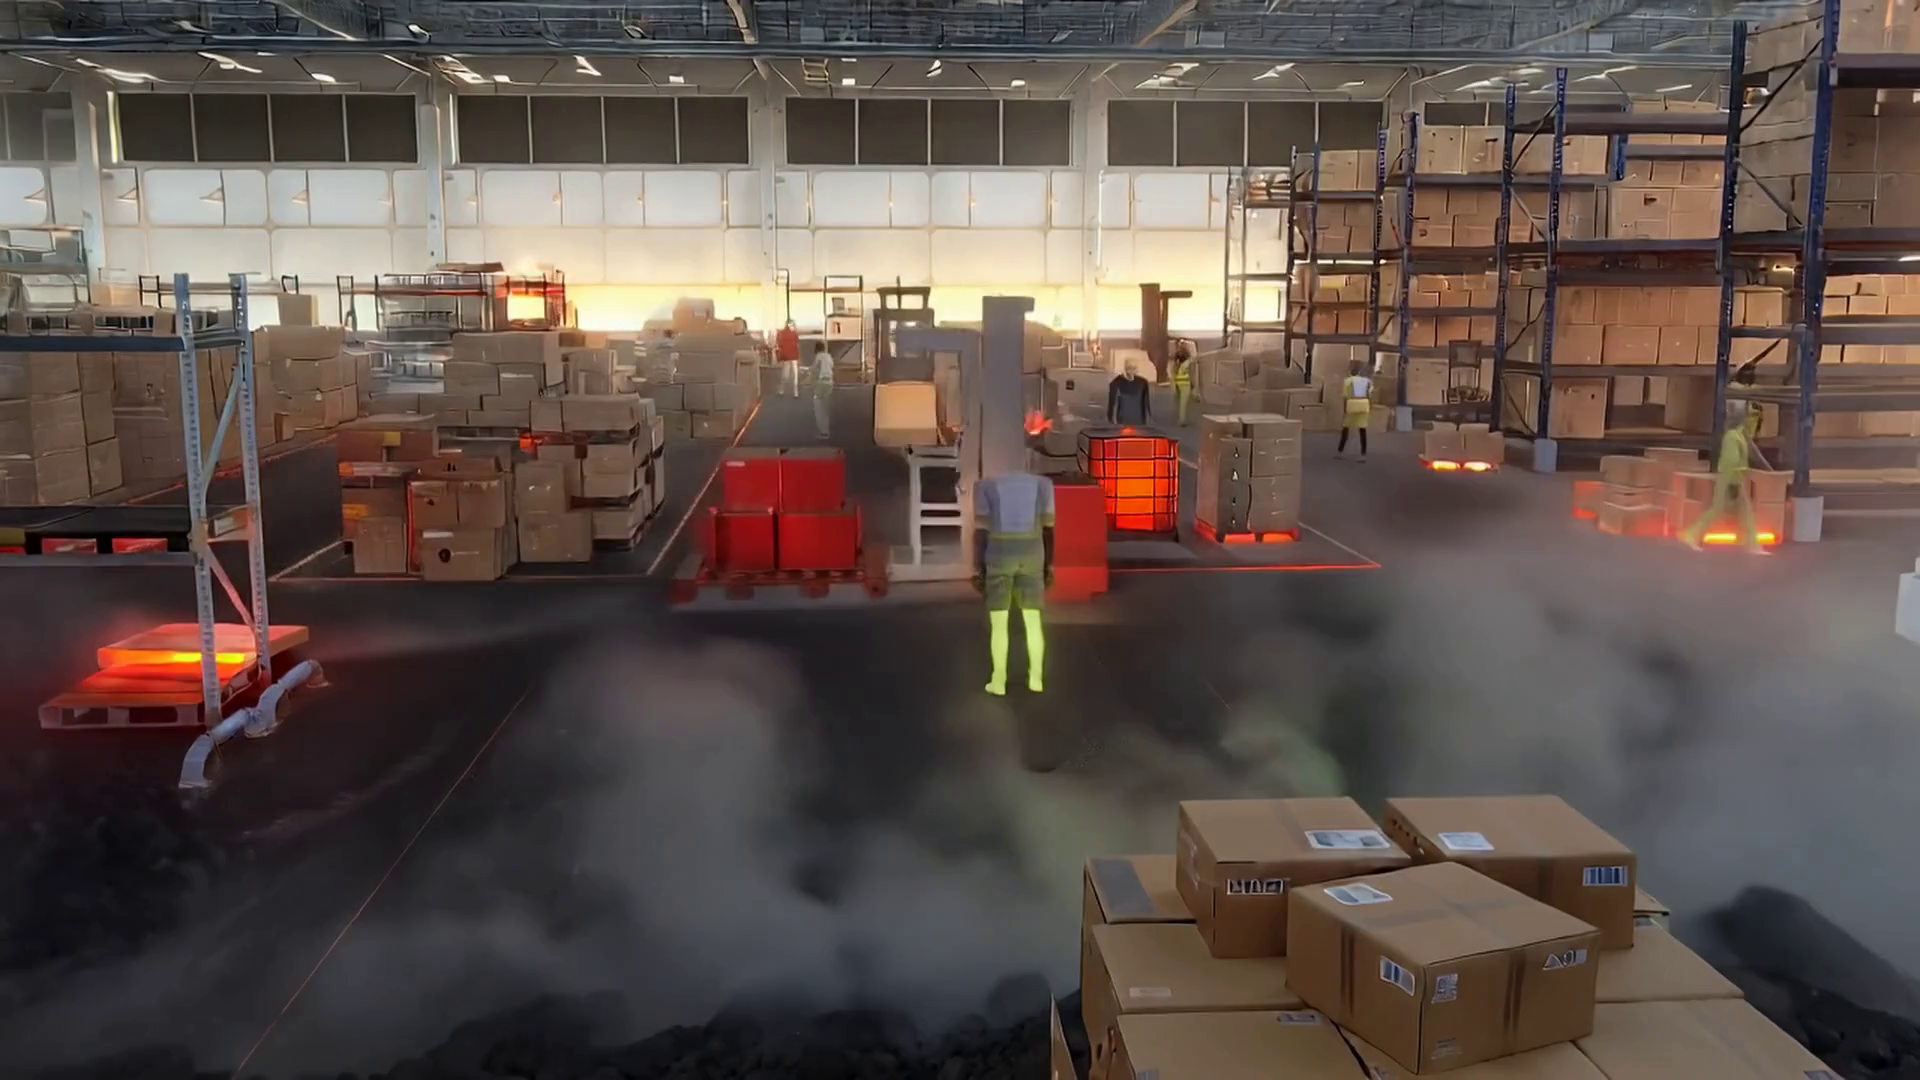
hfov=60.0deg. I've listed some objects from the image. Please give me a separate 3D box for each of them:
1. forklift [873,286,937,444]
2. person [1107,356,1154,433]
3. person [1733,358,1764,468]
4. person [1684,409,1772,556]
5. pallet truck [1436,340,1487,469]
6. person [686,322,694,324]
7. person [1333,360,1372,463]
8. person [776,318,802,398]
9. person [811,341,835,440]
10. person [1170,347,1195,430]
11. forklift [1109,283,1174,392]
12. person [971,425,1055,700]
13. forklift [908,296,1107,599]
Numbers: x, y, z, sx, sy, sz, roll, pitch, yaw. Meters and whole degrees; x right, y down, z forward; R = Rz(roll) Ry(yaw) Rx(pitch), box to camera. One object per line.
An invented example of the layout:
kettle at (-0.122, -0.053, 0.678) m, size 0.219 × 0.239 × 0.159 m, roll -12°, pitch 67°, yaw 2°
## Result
forklift at (-1.001, -3.186, 30.037) m, size 1.129 × 2.768 × 1.873 m, roll -1°, pitch 9°, yaw -4°
person at (2.345, -1.653, 23.498) m, size 0.632 × 1.900 × 0.990 m, roll -5°, pitch 10°, yaw -29°
person at (10.305, -1.420, 21.896) m, size 0.364 × 1.935 × 0.553 m, roll -1°, pitch 9°, yaw -7°
person at (8.341, -0.634, 18.036) m, size 0.863 × 1.596 × 0.537 m, roll 7°, pitch 11°, yaw 36°
pallet truck at (8.004, -2.170, 26.422) m, size 0.823 × 1.965 × 1.885 m, roll 2°, pitch 9°, yaw 14°
person at (-6.780, -4.409, 40.828) m, size 0.952 × 1.894 × 0.549 m, roll -9°, pitch 13°, yaw -44°
person at (6.403, -2.092, 26.976) m, size 0.549 × 1.652 × 0.843 m, roll -2°, pitch 9°, yaw -13°
person at (-4.229, -4.472, 40.952) m, size 0.637 × 1.970 × 0.642 m, roll -5°, pitch 10°, yaw -30°
person at (-2.567, -2.764, 30.789) m, size 0.430 × 1.803 × 0.788 m, roll 2°, pitch 9°, yaw 15°
person at (4.399, -2.982, 32.664) m, size 0.532 × 1.623 × 0.497 m, roll 8°, pitch 12°, yaw 40°
forklift at (4.827, -5.177, 42.538) m, size 1.873 × 2.768 × 1.129 m, roll -1°, pitch 9°, yaw -4°
person at (0.376, 0.162, 11.877) m, size 0.609 × 1.965 × 0.368 m, roll -2°, pitch 9°, yaw -10°
forklift at (0.417, -0.911, 15.750) m, size 1.873 × 2.768 × 1.129 m, roll -1°, pitch 9°, yaw -4°
